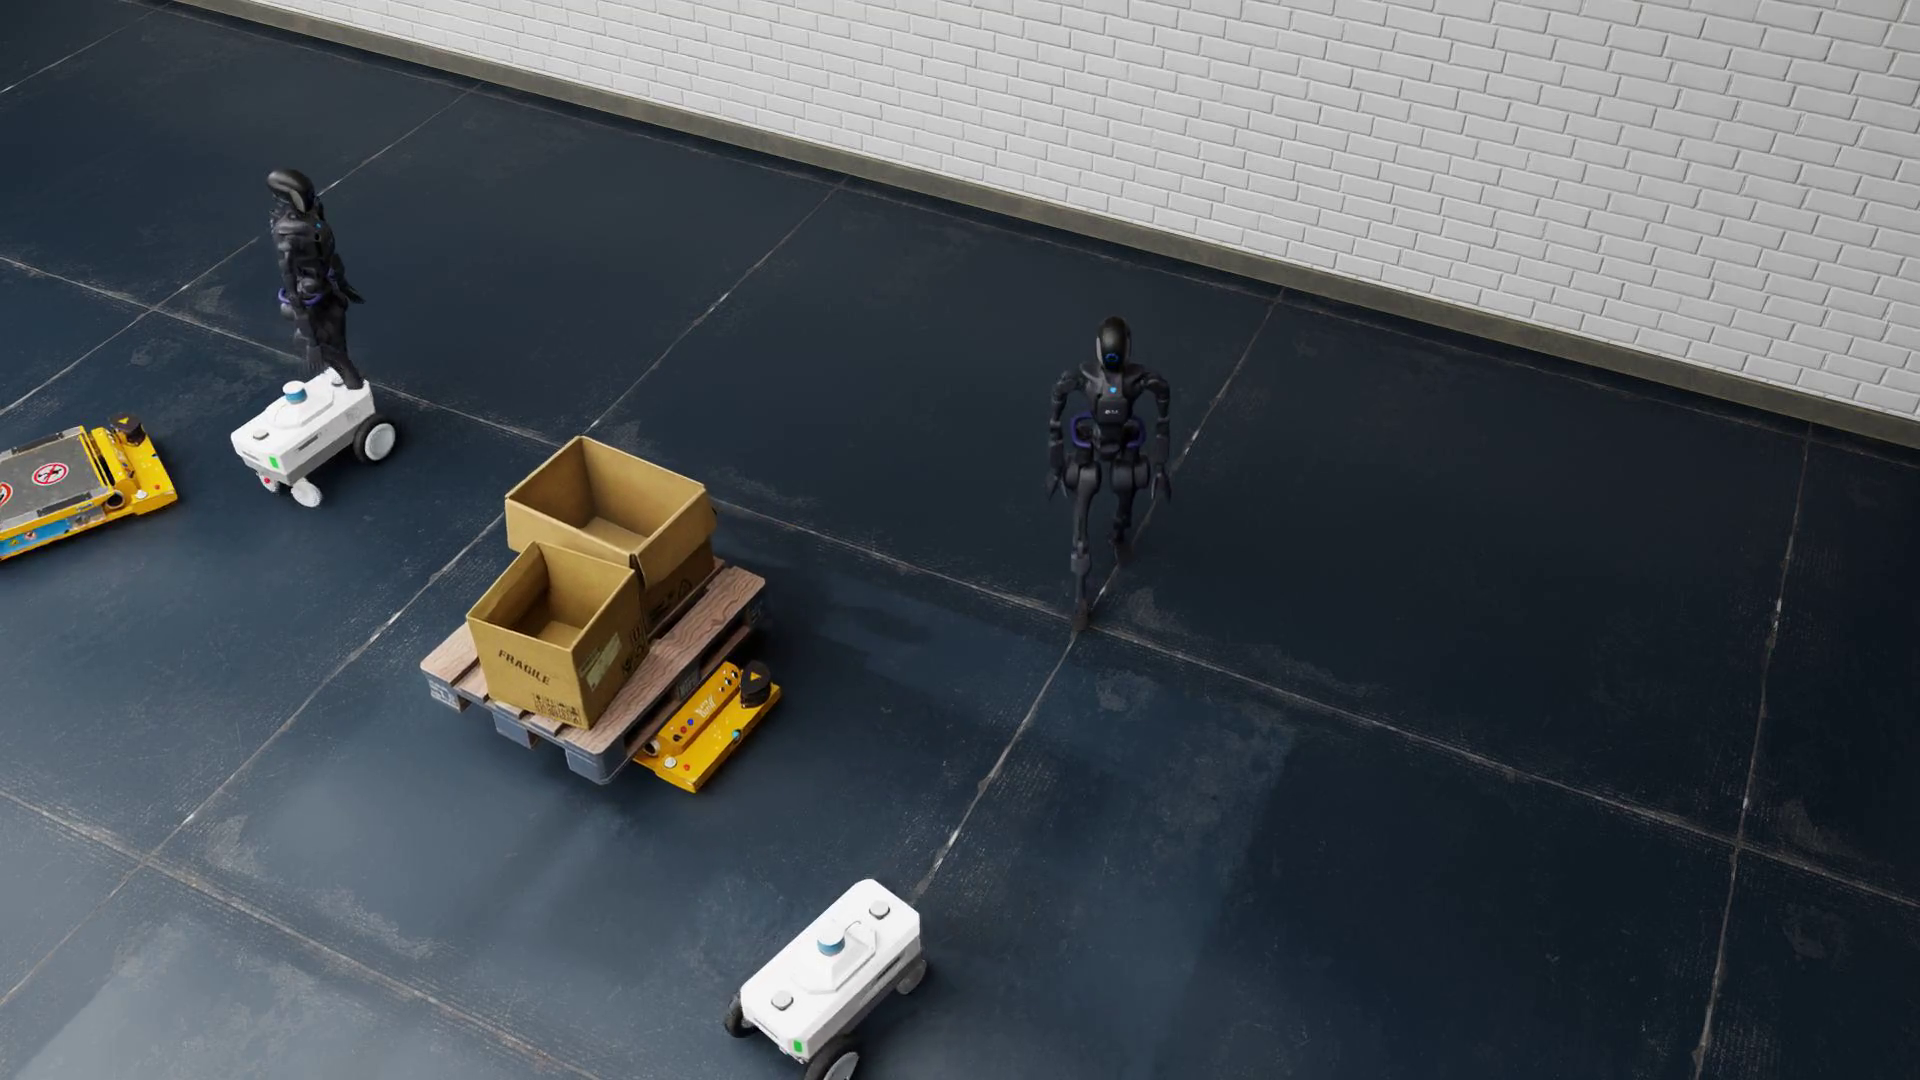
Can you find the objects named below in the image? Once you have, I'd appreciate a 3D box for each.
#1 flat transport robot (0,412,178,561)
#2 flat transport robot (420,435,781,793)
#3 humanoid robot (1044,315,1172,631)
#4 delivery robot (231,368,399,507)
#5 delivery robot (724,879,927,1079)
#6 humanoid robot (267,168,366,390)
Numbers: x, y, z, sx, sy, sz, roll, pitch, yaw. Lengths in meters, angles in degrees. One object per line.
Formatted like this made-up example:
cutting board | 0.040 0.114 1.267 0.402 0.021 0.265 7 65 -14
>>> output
flat transport robot | -4.809 -0.173 8.442 1.431 0.231 0.659 -25 48 -25
flat transport robot | -1.592 0.602 7.606 1.431 0.231 0.659 22 47 22
humanoid robot | 0.690 -0.343 7.622 0.590 1.618 0.805 0 43 0
delivery robot | -3.368 -0.570 8.653 0.524 0.586 0.748 23 48 23
delivery robot | -0.494 1.672 6.254 0.499 0.613 0.796 31 51 29
humanoid robot | -3.258 -1.183 8.498 0.383 1.647 0.608 1 43 1
